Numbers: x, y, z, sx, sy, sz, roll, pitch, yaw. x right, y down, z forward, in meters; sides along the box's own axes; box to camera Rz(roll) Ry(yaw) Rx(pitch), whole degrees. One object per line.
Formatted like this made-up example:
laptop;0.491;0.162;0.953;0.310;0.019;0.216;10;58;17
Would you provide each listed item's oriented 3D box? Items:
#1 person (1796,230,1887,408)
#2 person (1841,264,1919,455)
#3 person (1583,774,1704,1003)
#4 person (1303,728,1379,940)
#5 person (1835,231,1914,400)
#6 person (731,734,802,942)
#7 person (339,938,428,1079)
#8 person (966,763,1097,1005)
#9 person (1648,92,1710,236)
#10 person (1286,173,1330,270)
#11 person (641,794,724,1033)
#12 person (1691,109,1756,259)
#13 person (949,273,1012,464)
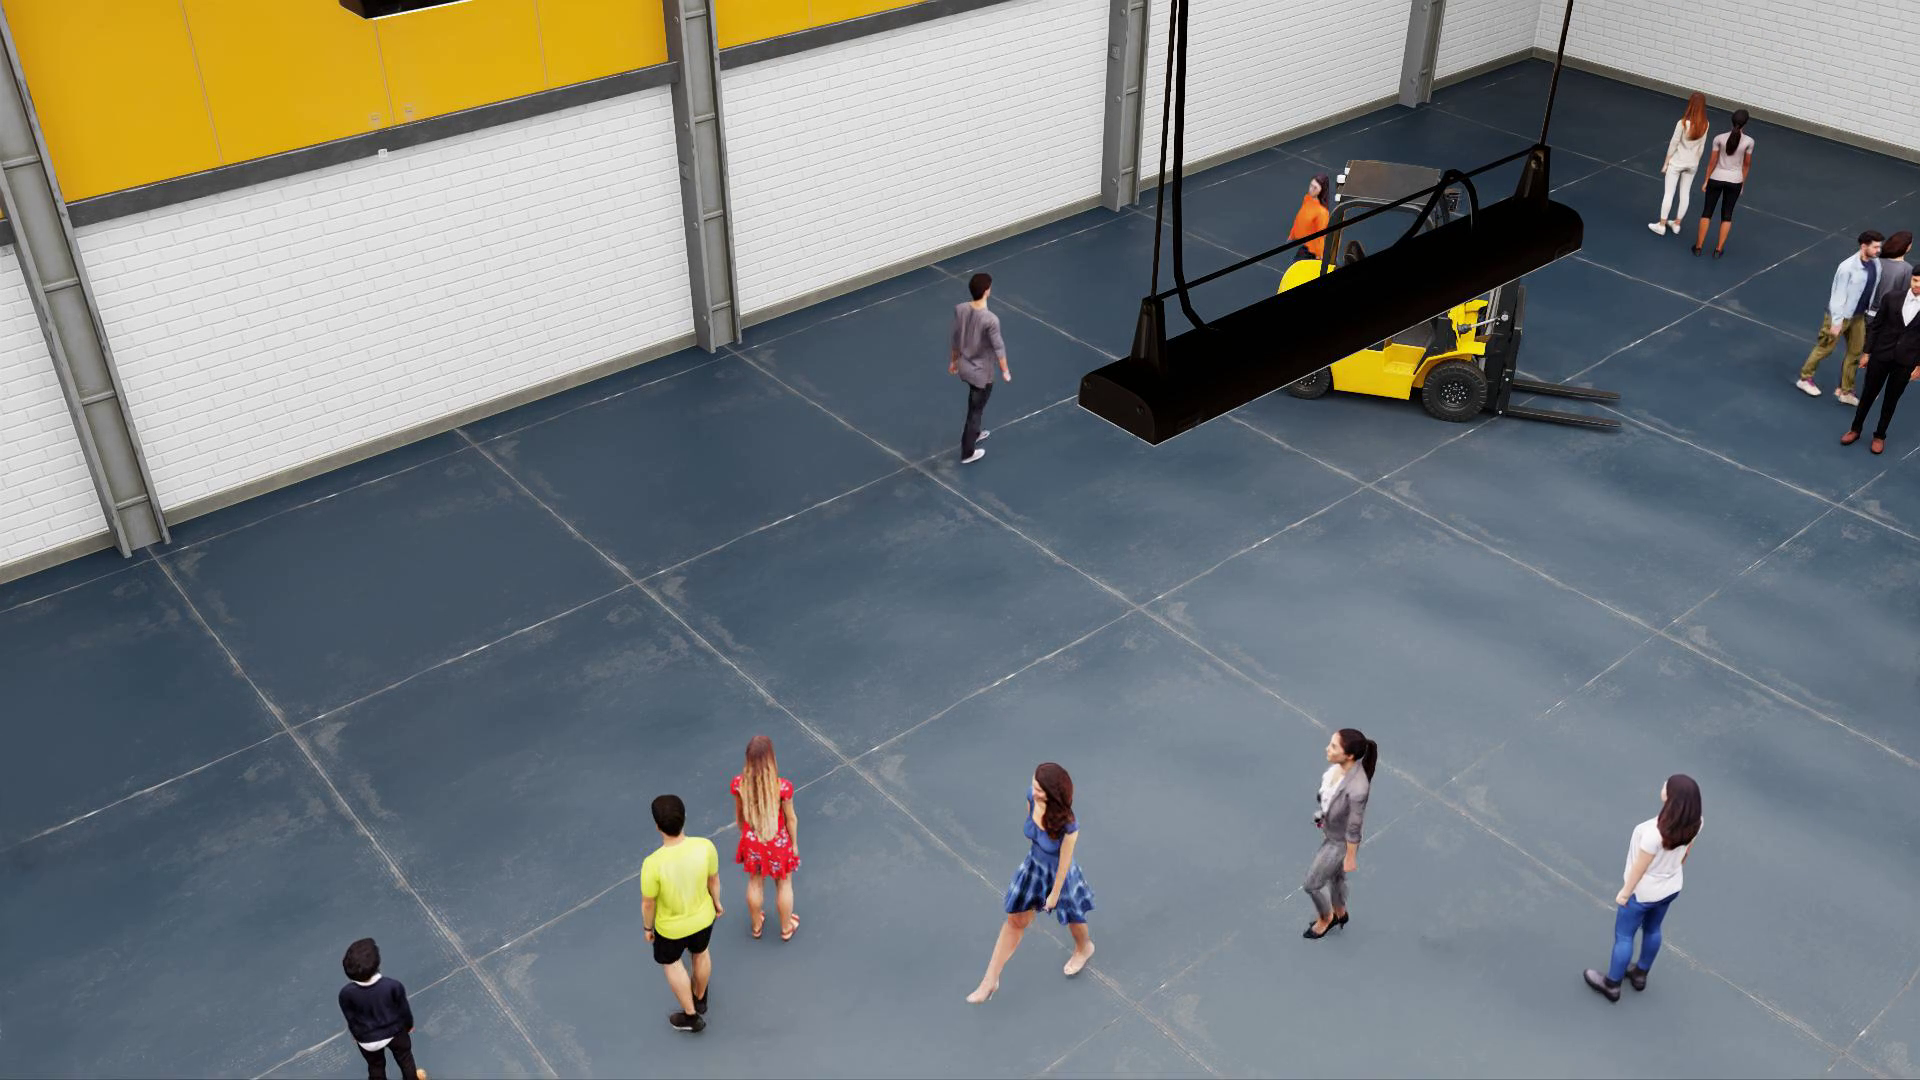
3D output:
person;8.657;-2.238;16.388;1.004;1.786;0.961;-12;35;-17
person;8.735;-1.724;15.526;0.747;1.884;0.649;22;39;29
person;4.149;2.102;9.956;0.540;1.678;0.705;-16;37;-22
person;2.443;1.853;10.347;0.796;1.661;0.753;0;34;-1
person;9.027;-2.199;16.344;0.633;1.771;0.548;28;43;35
person;-1.218;1.879;10.372;0.667;1.589;0.716;6;34;9
person;-3.278;2.747;9.399;0.512;1.222;0.625;-9;35;-13
person;0.609;2.036;9.987;1.113;1.754;0.621;-25;41;-32
person;8.633;-4.484;19.836;0.648;1.710;0.742;-3;34;-5
person;3.828;-3.114;17.794;1.215;1.689;1.076;-1;34;-2
person;-1.602;2.204;9.783;0.687;1.700;0.763;-18;38;-25
person;8.859;-4.132;19.273;0.691;1.747;0.694;12;36;18
person;0.086;-1.547;15.307;0.740;1.833;0.689;-25;41;-33
